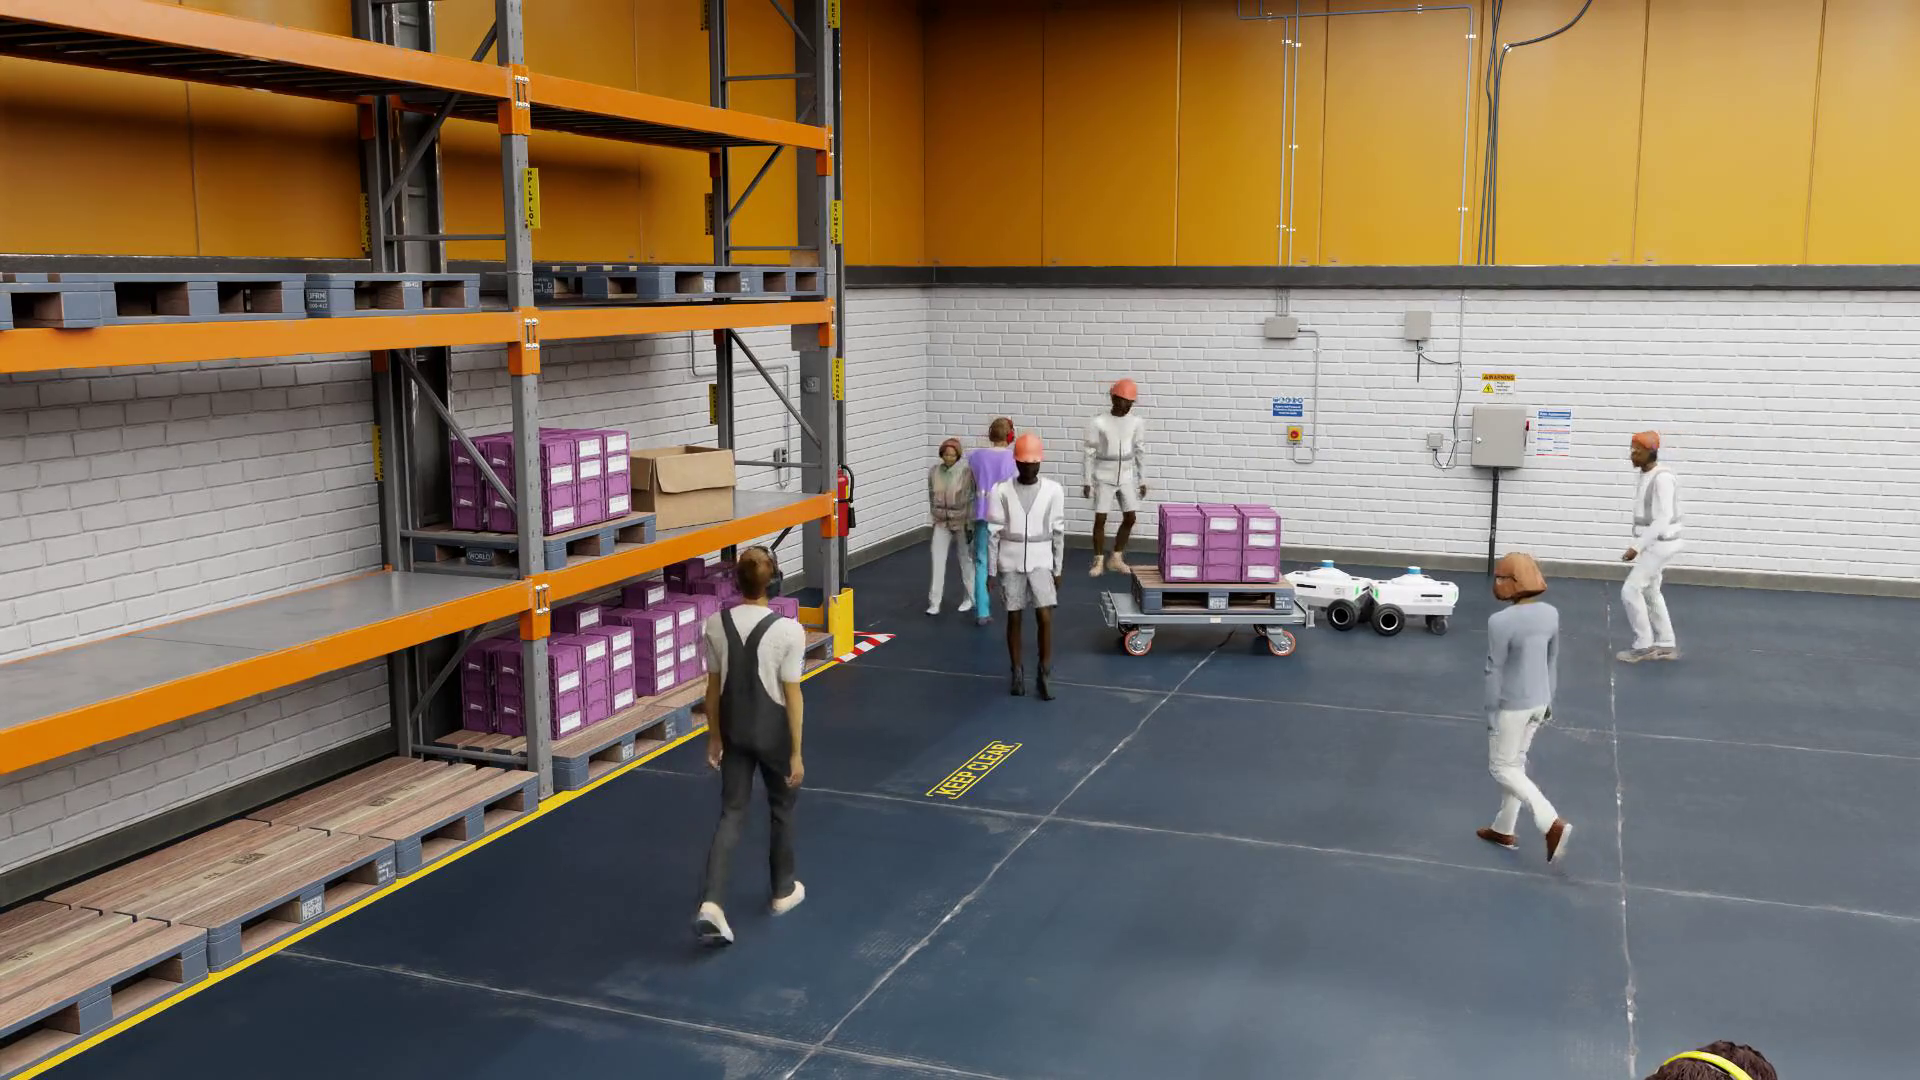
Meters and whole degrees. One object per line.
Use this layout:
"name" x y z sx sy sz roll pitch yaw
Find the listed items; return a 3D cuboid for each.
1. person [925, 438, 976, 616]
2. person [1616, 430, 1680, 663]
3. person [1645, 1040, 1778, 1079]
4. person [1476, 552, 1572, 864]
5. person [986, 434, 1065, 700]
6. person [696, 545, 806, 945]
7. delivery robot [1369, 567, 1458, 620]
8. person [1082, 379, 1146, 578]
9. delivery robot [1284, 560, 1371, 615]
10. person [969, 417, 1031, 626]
"person" -0.074 -0.109 14.773 0.536 1.597 0.809 5 10 27
"person" 5.398 0.076 12.913 0.595 1.833 0.603 1 9 6
"person" 1.138 1.688 2.646 0.328 1.873 0.519 -8 12 -41
"person" 2.942 0.871 8.605 0.500 1.609 0.638 -5 10 -30
"person" 0.465 0.199 11.870 0.568 1.915 0.630 0 9 2
"person" -0.956 0.926 7.625 0.522 1.817 0.866 3 9 17
"delivery robot" 3.852 0.470 14.124 0.707 0.478 0.477 1 9 6
"person" 1.542 -0.606 16.649 0.670 2.009 0.499 -3 10 -18
"delivery robot" 3.188 0.418 14.452 0.707 0.478 0.477 6 11 34
"person" 0.359 -0.180 14.599 0.579 1.789 0.990 3 10 20
